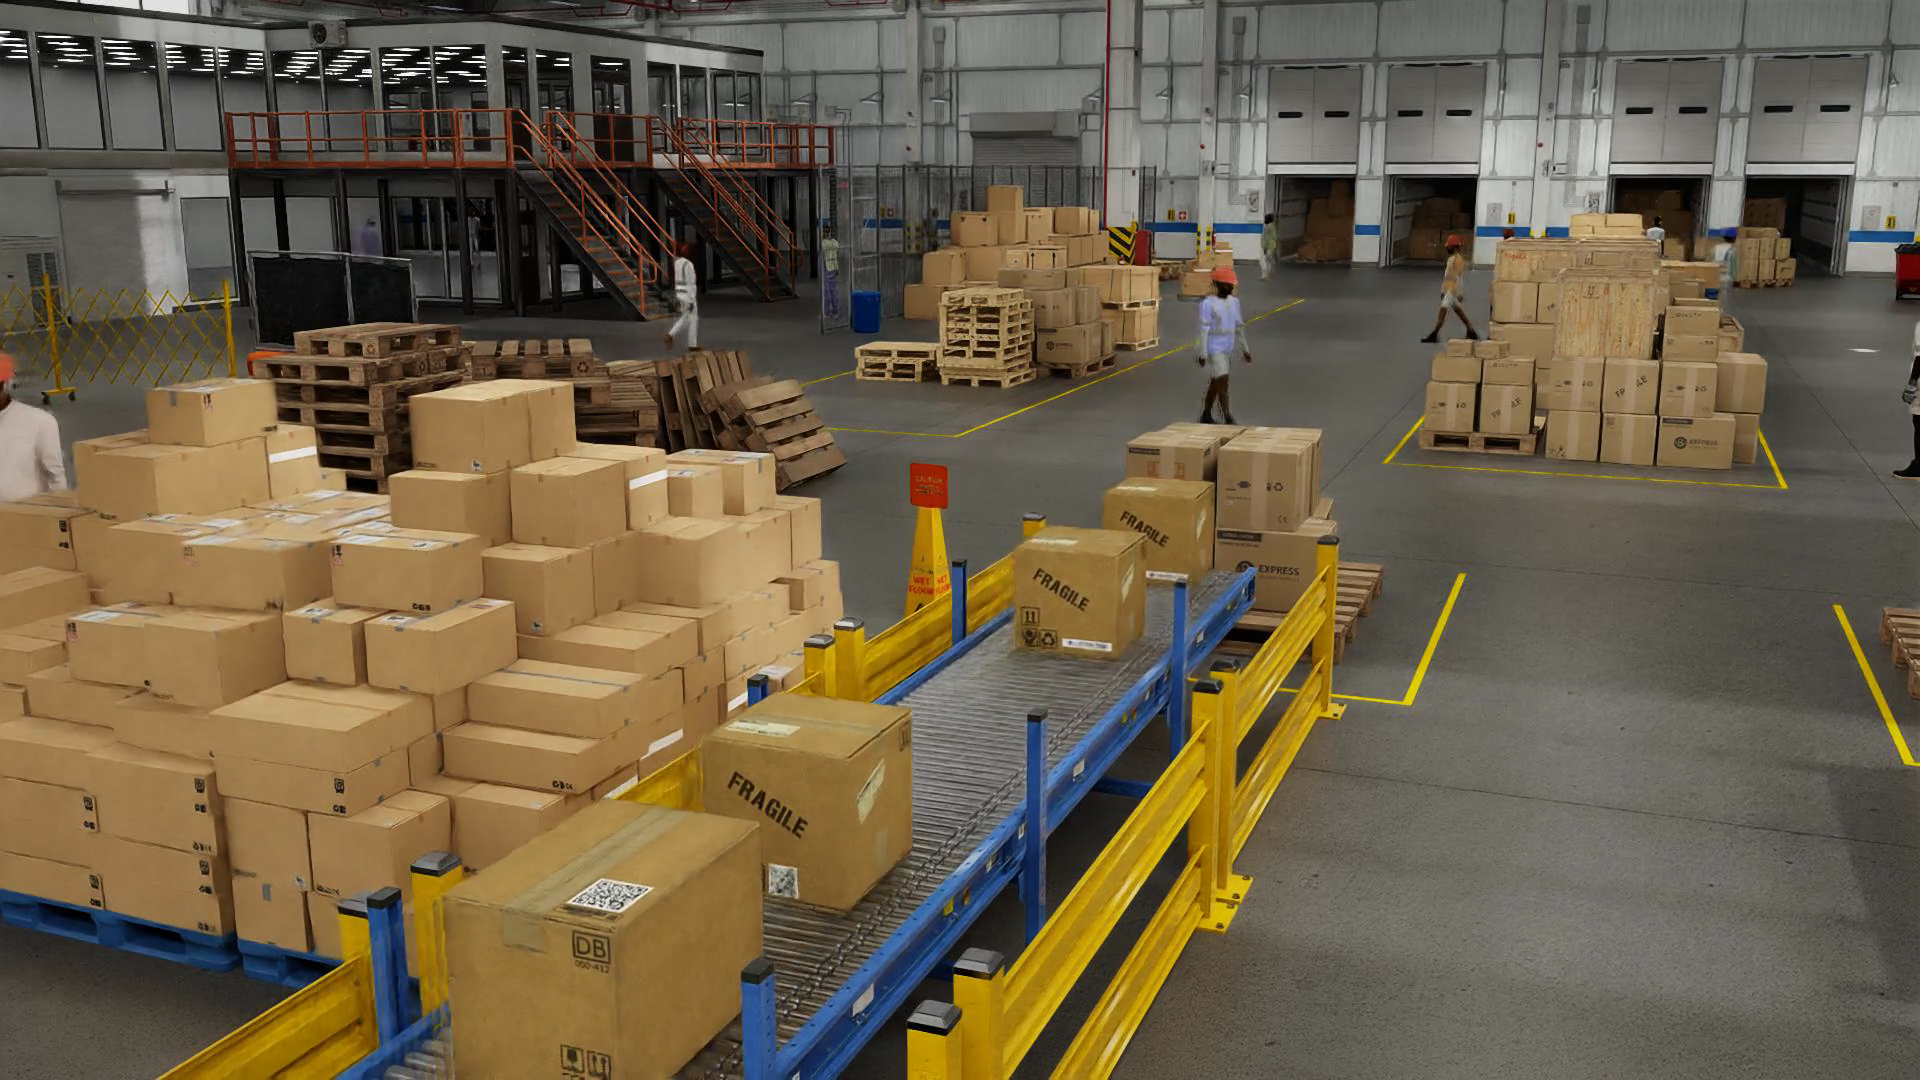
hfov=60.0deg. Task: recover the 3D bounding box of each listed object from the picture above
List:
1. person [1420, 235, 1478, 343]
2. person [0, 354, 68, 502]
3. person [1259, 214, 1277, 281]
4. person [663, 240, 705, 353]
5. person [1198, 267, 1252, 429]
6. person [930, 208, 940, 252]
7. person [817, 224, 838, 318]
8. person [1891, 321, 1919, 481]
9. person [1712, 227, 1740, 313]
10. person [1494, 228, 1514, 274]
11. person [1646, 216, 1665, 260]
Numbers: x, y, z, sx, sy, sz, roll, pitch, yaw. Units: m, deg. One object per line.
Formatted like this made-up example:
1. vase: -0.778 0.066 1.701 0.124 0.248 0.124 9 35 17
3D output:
1. person: 8.664 -4.391 29.156 1.014 1.896 0.557 1 13 4
2. person: -5.600 -0.143 9.861 0.637 1.971 0.517 -2 13 -7
3. person: 8.338 -7.909 45.052 0.459 1.826 0.649 6 14 26
4. person: -4.559 -4.002 27.432 0.596 1.863 0.587 -10 16 -37
5. person: 3.093 -2.184 19.207 0.559 1.898 0.911 -11 17 -40
6. person: -0.771 -9.297 51.262 0.428 1.829 0.543 -2 13 -8
7. person: -2.701 -5.508 34.097 0.392 1.912 0.589 8 15 32
8. person: 9.468 -1.557 16.239 0.603 1.966 0.368 -6 14 -25
9. person: 14.570 -4.983 31.679 0.432 1.930 0.637 -4 13 -18
10. person: 10.723 -5.201 32.805 0.363 1.879 0.579 6 14 25
11. person: 17.376 -7.160 41.601 0.311 1.864 0.533 -8 15 -34
